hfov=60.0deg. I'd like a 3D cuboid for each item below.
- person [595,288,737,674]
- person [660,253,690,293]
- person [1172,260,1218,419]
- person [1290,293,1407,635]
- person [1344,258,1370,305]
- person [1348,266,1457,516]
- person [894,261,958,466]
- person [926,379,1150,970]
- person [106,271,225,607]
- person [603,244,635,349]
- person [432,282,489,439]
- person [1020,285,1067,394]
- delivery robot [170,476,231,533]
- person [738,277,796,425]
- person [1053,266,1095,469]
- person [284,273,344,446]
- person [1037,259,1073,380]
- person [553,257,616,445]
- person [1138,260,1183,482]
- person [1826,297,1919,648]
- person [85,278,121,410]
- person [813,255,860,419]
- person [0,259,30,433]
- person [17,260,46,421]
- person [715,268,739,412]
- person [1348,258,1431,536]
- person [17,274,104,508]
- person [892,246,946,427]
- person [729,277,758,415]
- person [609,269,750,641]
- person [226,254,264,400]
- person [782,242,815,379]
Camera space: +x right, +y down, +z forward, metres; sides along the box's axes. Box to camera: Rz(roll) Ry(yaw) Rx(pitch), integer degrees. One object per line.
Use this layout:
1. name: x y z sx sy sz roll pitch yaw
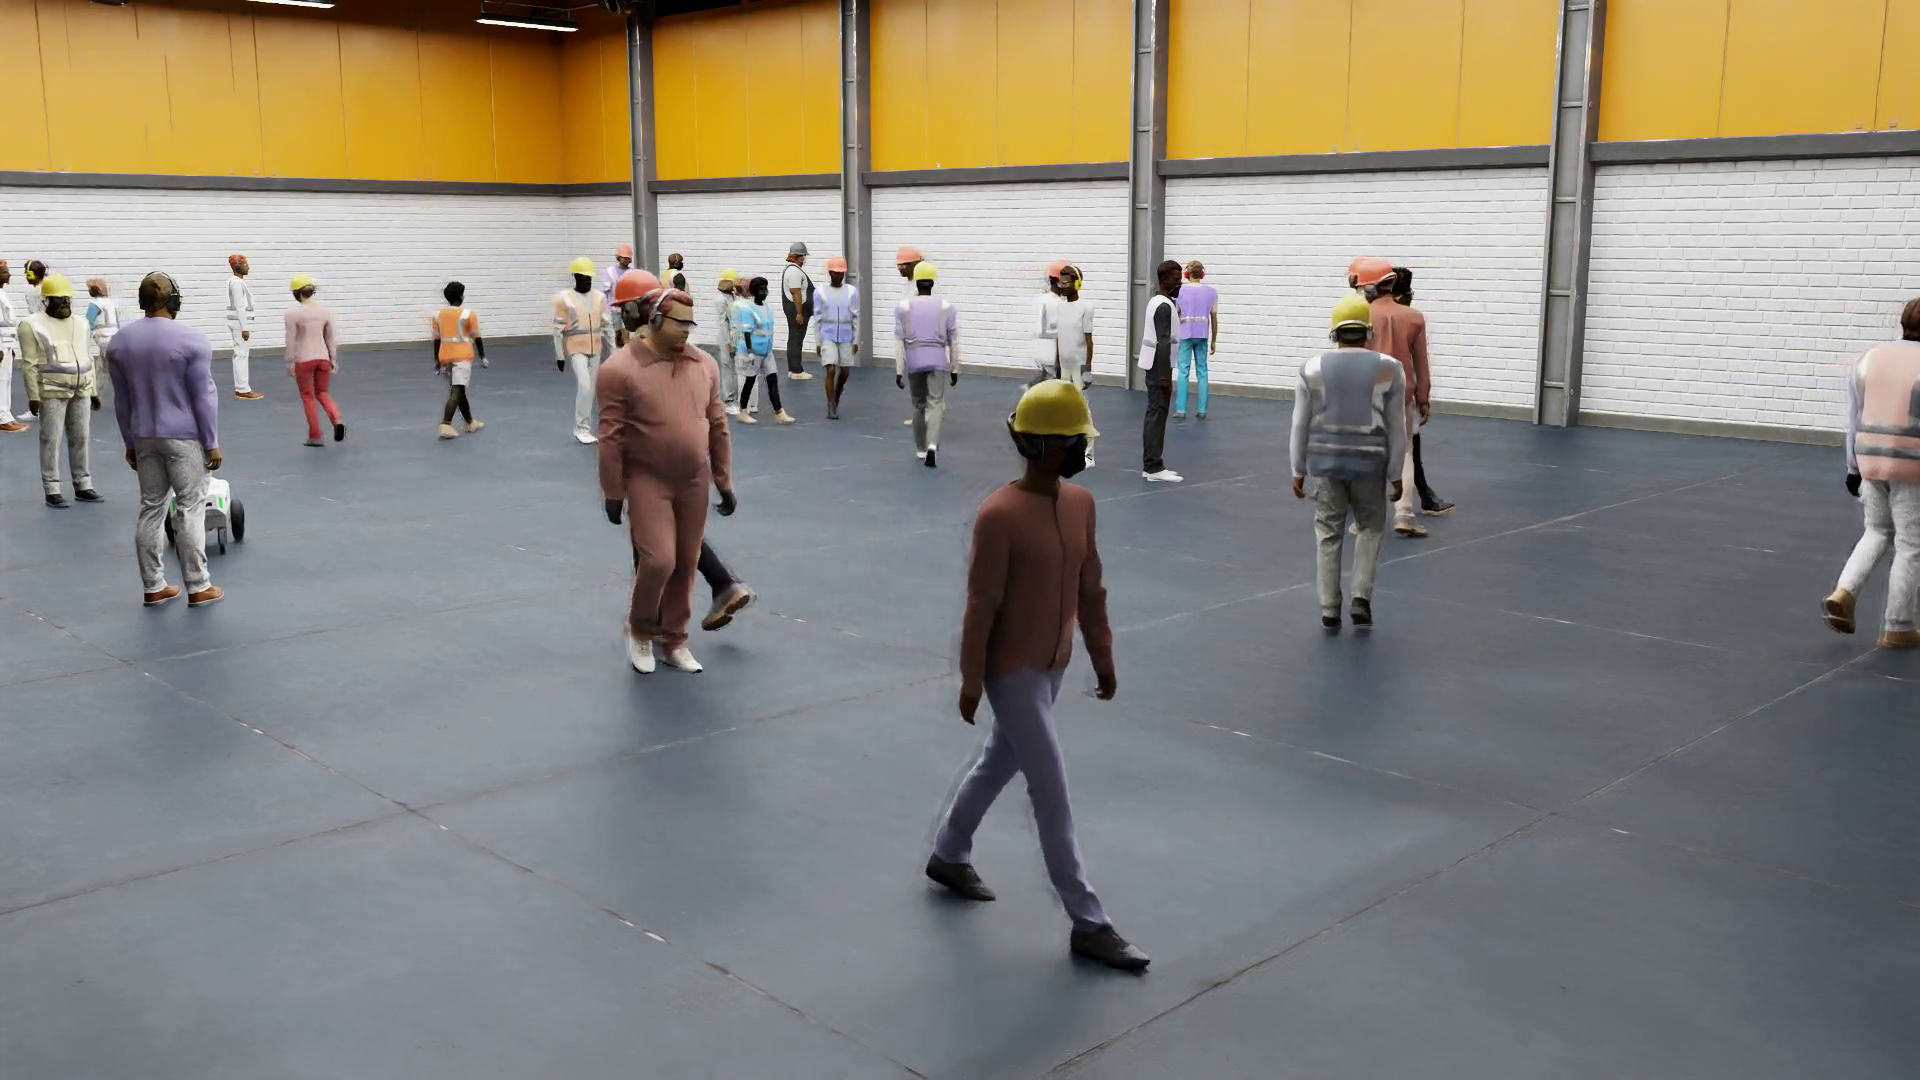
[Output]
1. person: -1.400 -0.265 8.039 0.644 1.880 0.432 -9 13 -39
2. person: -4.558 -3.687 26.793 0.430 1.845 0.619 -7 13 -35
3. person: 2.706 -2.319 19.337 0.578 1.842 0.391 -2 11 -10
4. person: 2.074 -0.402 8.917 0.615 1.820 0.429 3 11 17
5. person: 4.113 -1.951 17.192 1.000 1.891 0.559 8 13 38
6. person: 3.333 -1.119 12.652 0.904 1.895 0.599 3 11 16
7. person: -0.318 -1.652 15.544 0.592 1.892 0.936 0 10 0
8. person: 0.207 0.362 5.061 0.918 1.716 0.538 8 13 37
9. person: -4.546 -0.566 9.554 0.622 1.932 0.368 2 11 11
10. person: -5.340 -3.683 26.374 0.621 1.996 1.055 -1 10 -6
11. person: -5.334 -1.911 17.648 0.532 1.649 0.893 4 11 21
12. person: 1.107 -2.464 20.190 0.727 1.828 0.511 -3 11 -13
13. delivery robot: -5.195 -0.263 11.379 0.477 0.478 0.707 -4 11 -20
14. person: -2.223 -2.110 18.664 0.715 1.662 0.547 7 12 33
15. person: 1.040 -1.574 15.241 0.328 1.861 0.507 -8 13 -36
16. person: -6.530 -1.800 16.752 0.434 1.752 0.522 7 12 33
17. person: 0.904 -1.756 16.096 0.472 1.908 0.546 0 10 -2
18. person: -3.812 -1.934 17.052 0.586 1.904 0.589 9 14 41
19. person: 1.752 -1.473 14.518 0.399 1.916 0.590 0 10 2
20. person: 4.845 -0.338 8.563 0.491 1.830 0.644 -5 11 -24
21. person: -10.523 -2.379 20.322 0.838 1.599 0.528 -1 10 -5
22. person: -1.460 -2.382 19.505 0.545 1.918 0.688 -3 11 -14
23. person: -10.406 -2.108 18.070 0.361 1.882 0.575 -3 11 -17
24. person: -10.567 -2.275 19.089 0.695 1.840 0.535 3 11 16
25. person: -2.732 -2.396 20.047 0.365 1.741 0.506 4 11 23
26. person: 2.995 -0.995 11.757 0.659 1.972 0.526 -1 10 -6
27. person: -7.076 -1.176 13.134 0.404 1.827 0.600 6 12 28
28. person: -0.497 -2.236 18.411 0.494 2.017 0.680 -6 12 -29
29. person: -2.575 -2.306 19.806 0.309 1.645 0.514 4 11 20
30. person: -1.510 -0.430 8.708 0.710 1.961 0.642 6 12 30
31. person: -9.361 -2.771 21.684 0.354 1.883 0.573 -6 12 -29
32. person: -2.377 -3.418 24.784 0.538 2.000 0.689 -2 11 -13
